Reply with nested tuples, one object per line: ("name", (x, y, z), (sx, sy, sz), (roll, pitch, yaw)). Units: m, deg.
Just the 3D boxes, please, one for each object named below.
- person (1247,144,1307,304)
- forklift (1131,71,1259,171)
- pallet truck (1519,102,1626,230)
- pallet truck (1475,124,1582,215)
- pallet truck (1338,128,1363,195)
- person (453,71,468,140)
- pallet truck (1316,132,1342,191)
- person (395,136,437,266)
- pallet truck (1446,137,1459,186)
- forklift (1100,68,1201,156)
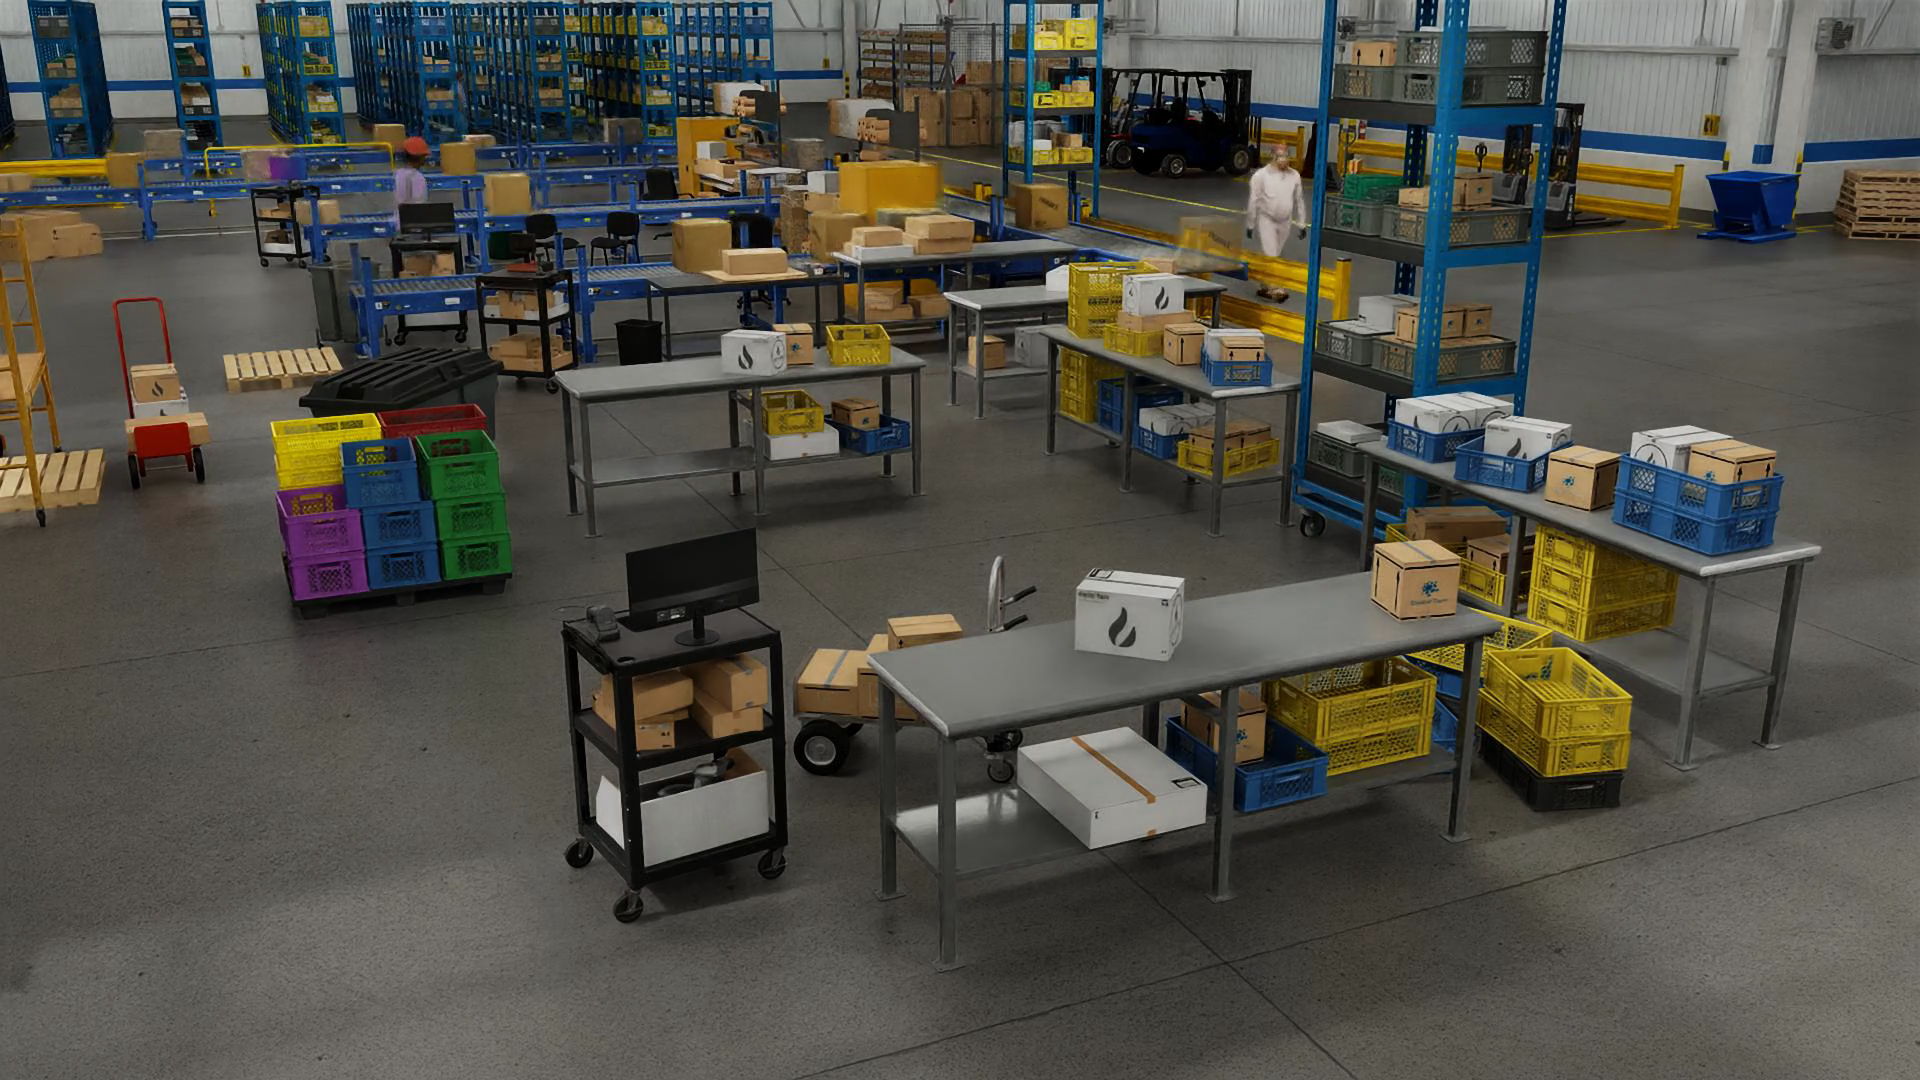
("person", (3.817, -3.765, 19.852), (0.677, 1.850, 0.996), (-6, 19, -18))
("forklift", (4.998, -8.936, 35.413), (2.680, 1.987, 1.157), (-9, 20, -25))
("pallet truck", (9.972, -6.037, 26.785), (1.885, 1.965, 0.823), (-9, 20, -25))
("pallet truck", (9.707, -6.455, 28.103), (1.885, 1.965, 0.823), (-7, 19, -20))
("pallet truck", (7.845, -7.140, 31.411), (1.522, 1.261, 0.704), (-9, 20, -25))
("person", (-13.618, -11.794, 45.198), (0.587, 1.825, 0.583), (-6, 18, -17))
("pallet truck", (7.723, -7.504, 32.656), (1.601, 1.201, 0.680), (-8, 19, -23))
("person", (-6.214, -3.574, 18.987), (0.535, 2.021, 0.648), (-15, 23, -40))
("pallet truck", (9.184, -6.485, 29.328), (1.630, 1.274, 0.653), (-8, 19, -23))
("forklift", (4.082, -9.564, 37.410), (2.680, 1.987, 1.157), (-8, 19, -23))
